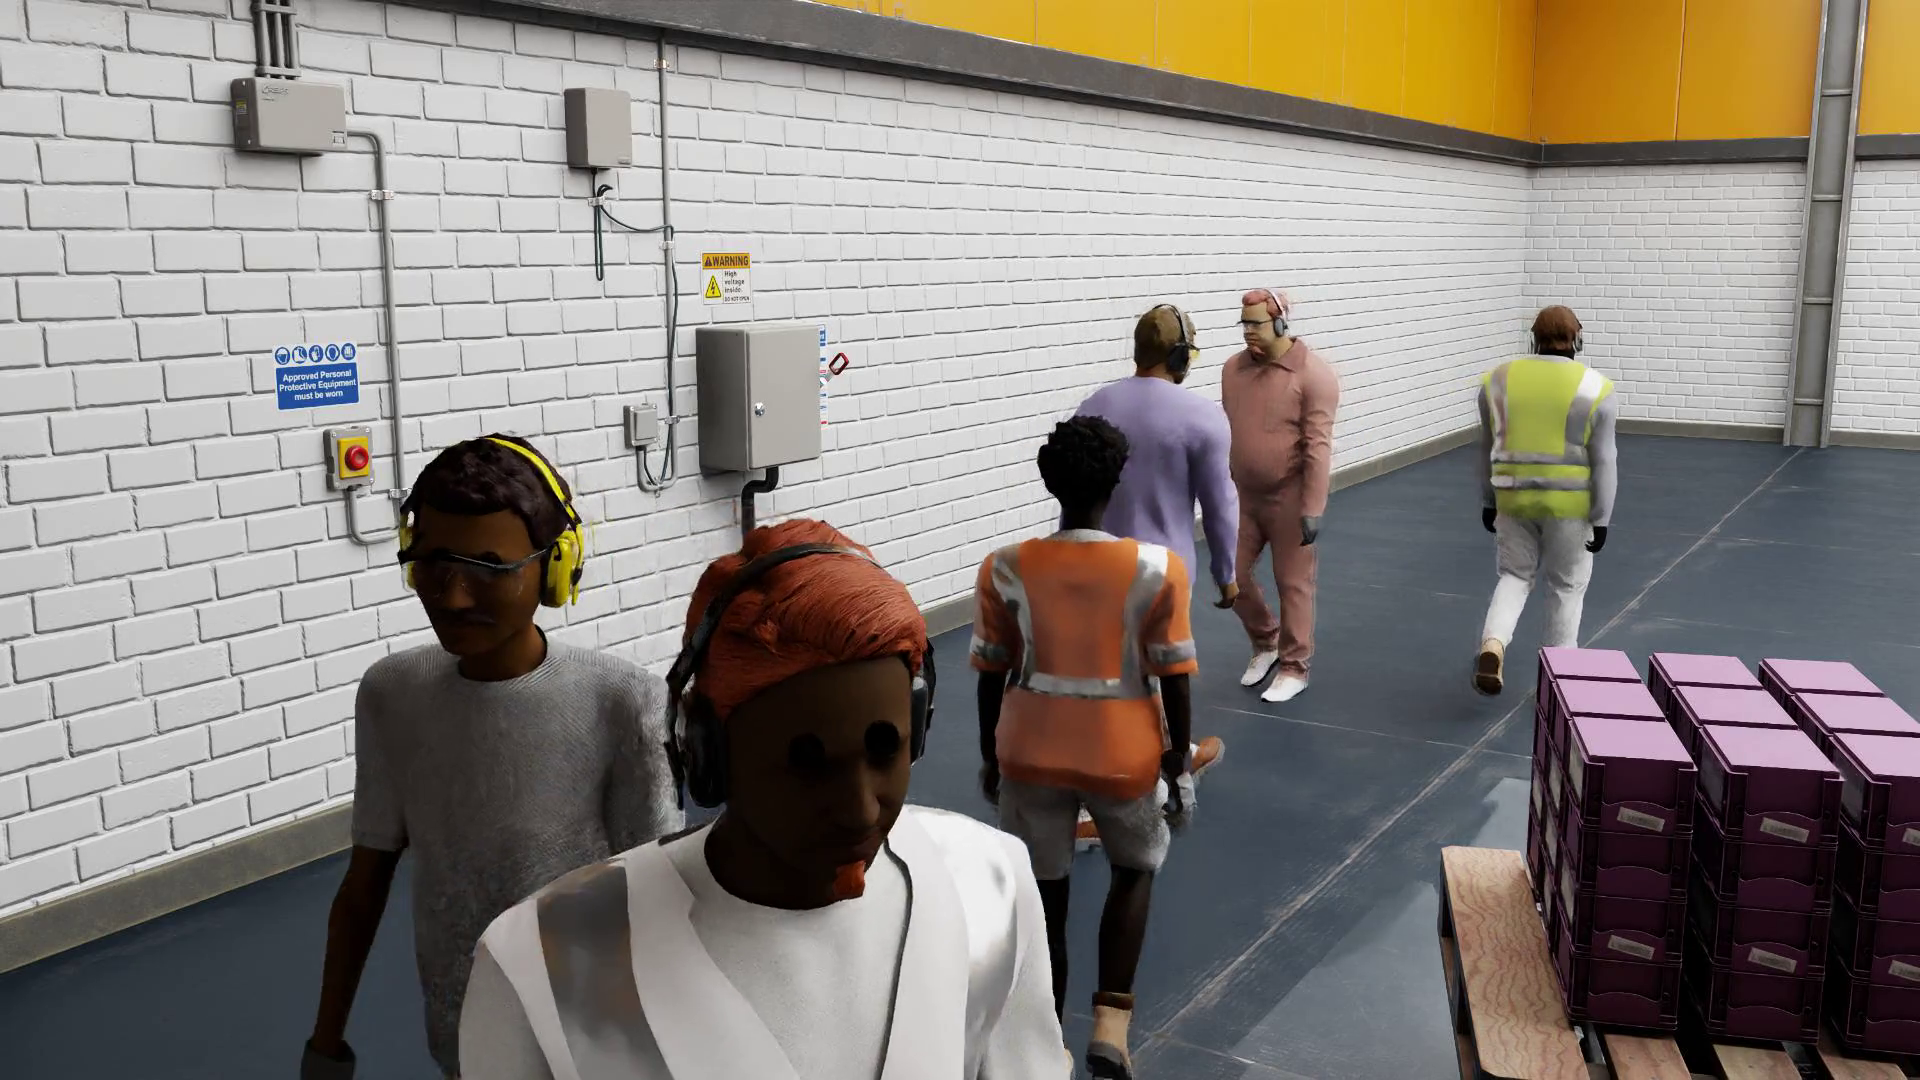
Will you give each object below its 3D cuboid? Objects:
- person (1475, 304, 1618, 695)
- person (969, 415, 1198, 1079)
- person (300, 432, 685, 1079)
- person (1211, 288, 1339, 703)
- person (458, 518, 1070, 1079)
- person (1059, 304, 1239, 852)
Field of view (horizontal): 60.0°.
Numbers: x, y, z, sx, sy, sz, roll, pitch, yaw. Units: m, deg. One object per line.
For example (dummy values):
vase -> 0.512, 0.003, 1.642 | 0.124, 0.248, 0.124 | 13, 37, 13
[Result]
person -> 2.615, -0.143, 7.484 | 0.636, 1.820, 0.610 | 7, 13, 35
person -> 0.293, 0.541, 4.025 | 0.564, 1.679, 0.400 | 2, 10, 11
person -> -0.662, 0.777, 2.293 | 0.548, 1.849, 0.573 | 5, 11, 26
person -> 1.415, -0.196, 7.579 | 0.661, 1.884, 0.406 | 9, 13, 40
person -> -0.117, 0.904, 1.535 | 0.609, 1.861, 0.701 | -8, 13, -36
person -> 0.681, 0.113, 5.898 | 1.070, 1.873, 0.622 | -10, 14, -42
